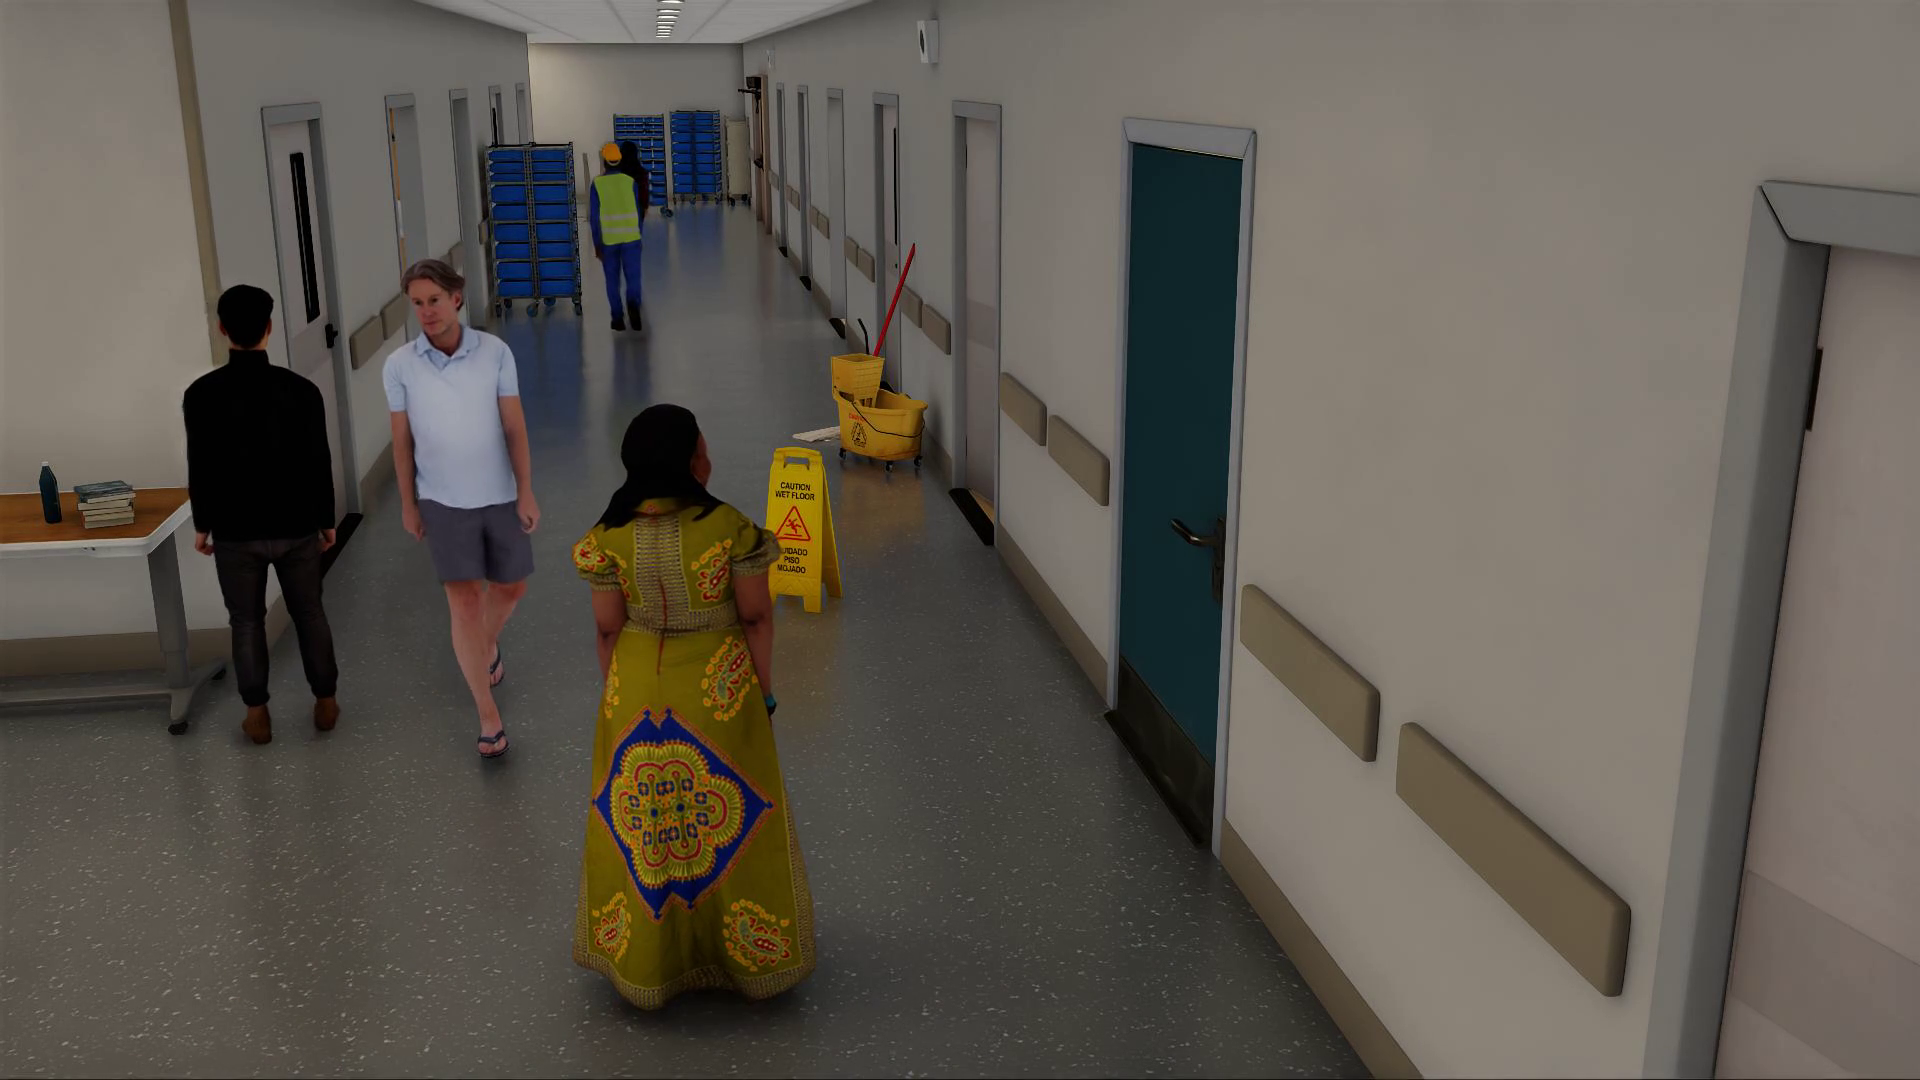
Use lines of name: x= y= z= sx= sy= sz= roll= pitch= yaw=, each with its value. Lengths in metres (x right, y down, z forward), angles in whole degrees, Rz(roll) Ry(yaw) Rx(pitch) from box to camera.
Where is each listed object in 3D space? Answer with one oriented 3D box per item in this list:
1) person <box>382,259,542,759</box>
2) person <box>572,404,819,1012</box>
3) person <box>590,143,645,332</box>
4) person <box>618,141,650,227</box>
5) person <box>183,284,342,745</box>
person: x=-1.854 y=-0.149 z=6.313 sx=0.840 sy=1.792 sz=1.226 roll=-7 pitch=17 yaw=-24
person: x=-0.727 y=0.454 z=4.422 sx=0.903 sy=1.657 sz=0.836 roll=0 pitch=16 yaw=0
person: x=-3.254 y=-2.867 z=15.950 sx=0.713 sy=1.793 sz=1.001 roll=-5 pitch=16 yaw=-16
person: x=-4.008 y=-4.027 z=20.344 sx=0.591 sy=1.642 sz=0.603 roll=-3 pitch=16 yaw=-12
person: x=-2.620 y=-0.088 z=6.231 sx=0.710 sy=1.718 sz=0.648 roll=-7 pitch=17 yaw=-24
